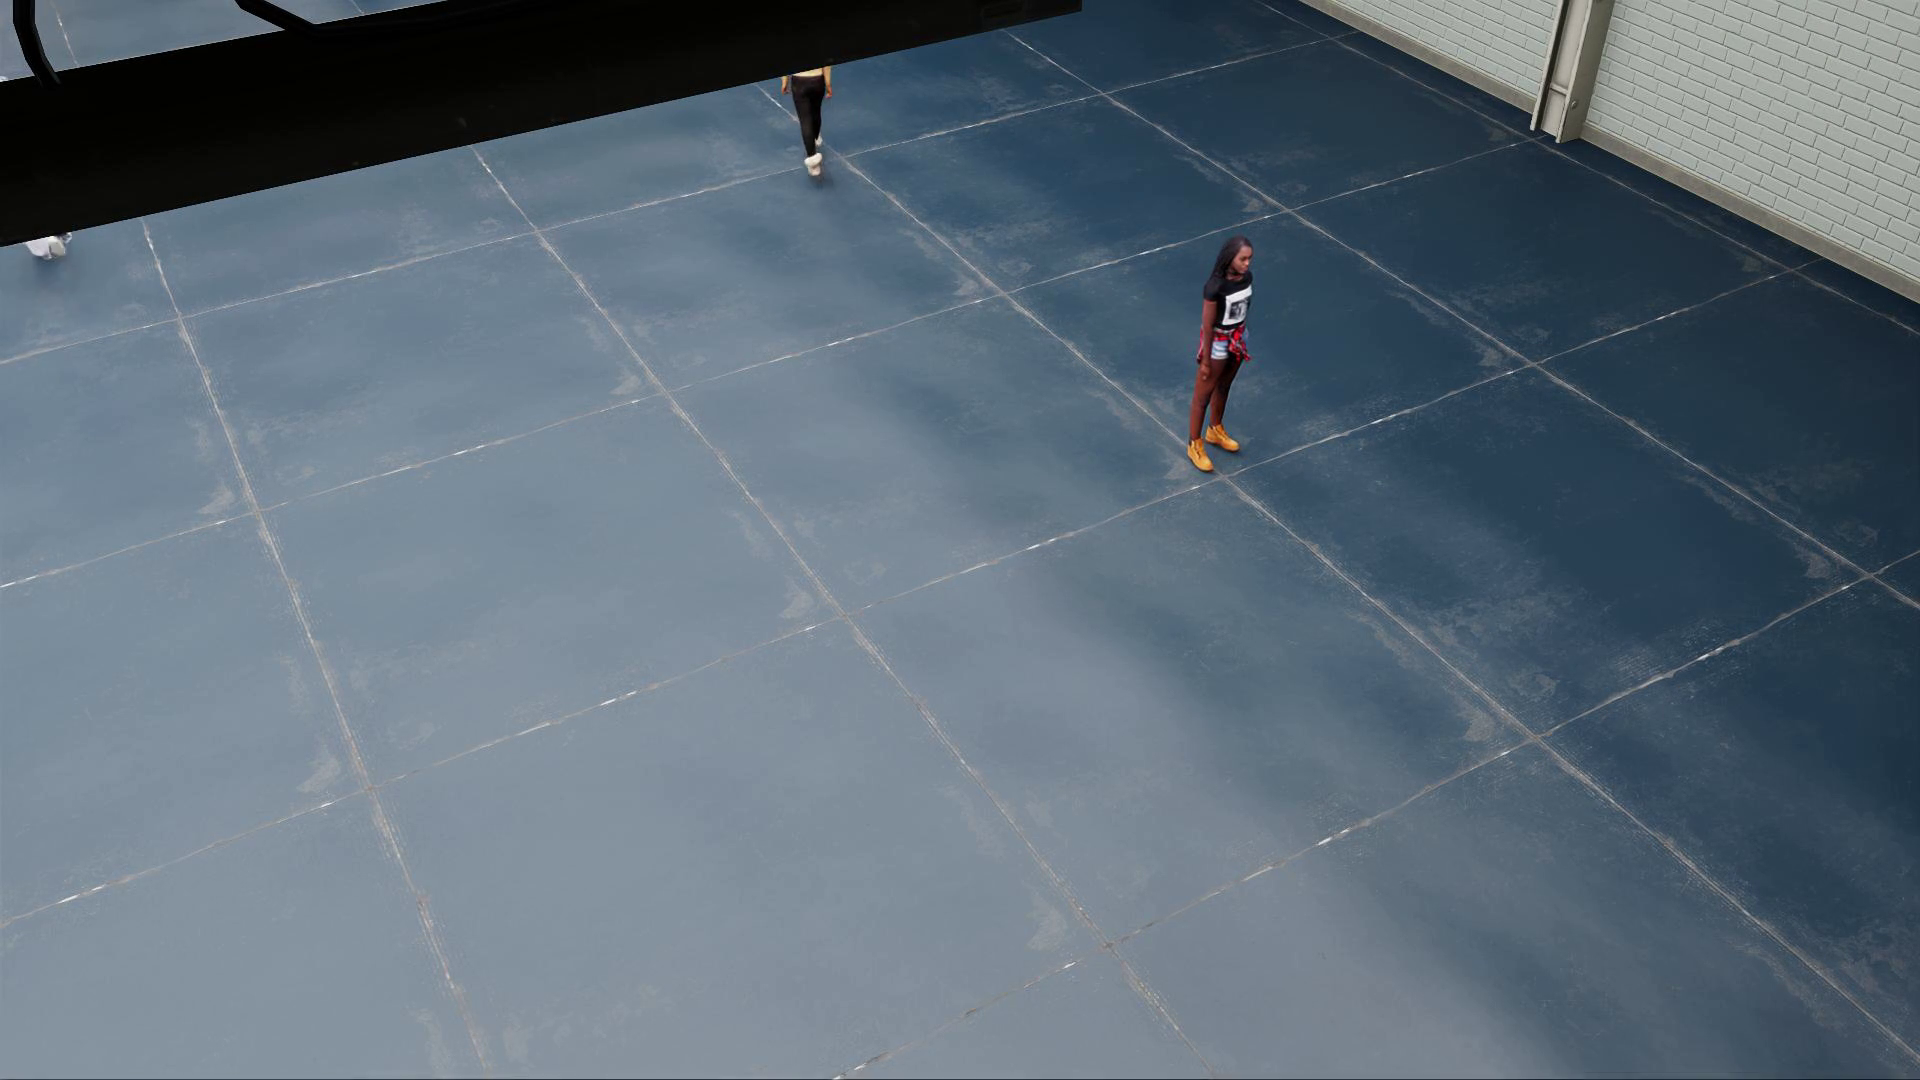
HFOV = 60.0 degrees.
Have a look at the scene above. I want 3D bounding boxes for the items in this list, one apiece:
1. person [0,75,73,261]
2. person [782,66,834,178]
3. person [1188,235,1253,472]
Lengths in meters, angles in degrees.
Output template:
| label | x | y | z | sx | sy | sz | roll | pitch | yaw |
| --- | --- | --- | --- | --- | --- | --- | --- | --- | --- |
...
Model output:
| label | x | y | z | sx | sy | sz | roll | pitch | yaw |
| --- | --- | --- | --- | --- | --- | --- | --- | --- | --- |
| person | -7.812 | -3.120 | 13.621 | 0.742 | 1.910 | 0.899 | -25 | 44 | -28 |
| person | -1.373 | -4.095 | 15.098 | 0.807 | 1.627 | 1.159 | -8 | 39 | -11 |
| person | 1.799 | -1.319 | 11.468 | 0.672 | 1.727 | 0.674 | -31 | 48 | -34 |
